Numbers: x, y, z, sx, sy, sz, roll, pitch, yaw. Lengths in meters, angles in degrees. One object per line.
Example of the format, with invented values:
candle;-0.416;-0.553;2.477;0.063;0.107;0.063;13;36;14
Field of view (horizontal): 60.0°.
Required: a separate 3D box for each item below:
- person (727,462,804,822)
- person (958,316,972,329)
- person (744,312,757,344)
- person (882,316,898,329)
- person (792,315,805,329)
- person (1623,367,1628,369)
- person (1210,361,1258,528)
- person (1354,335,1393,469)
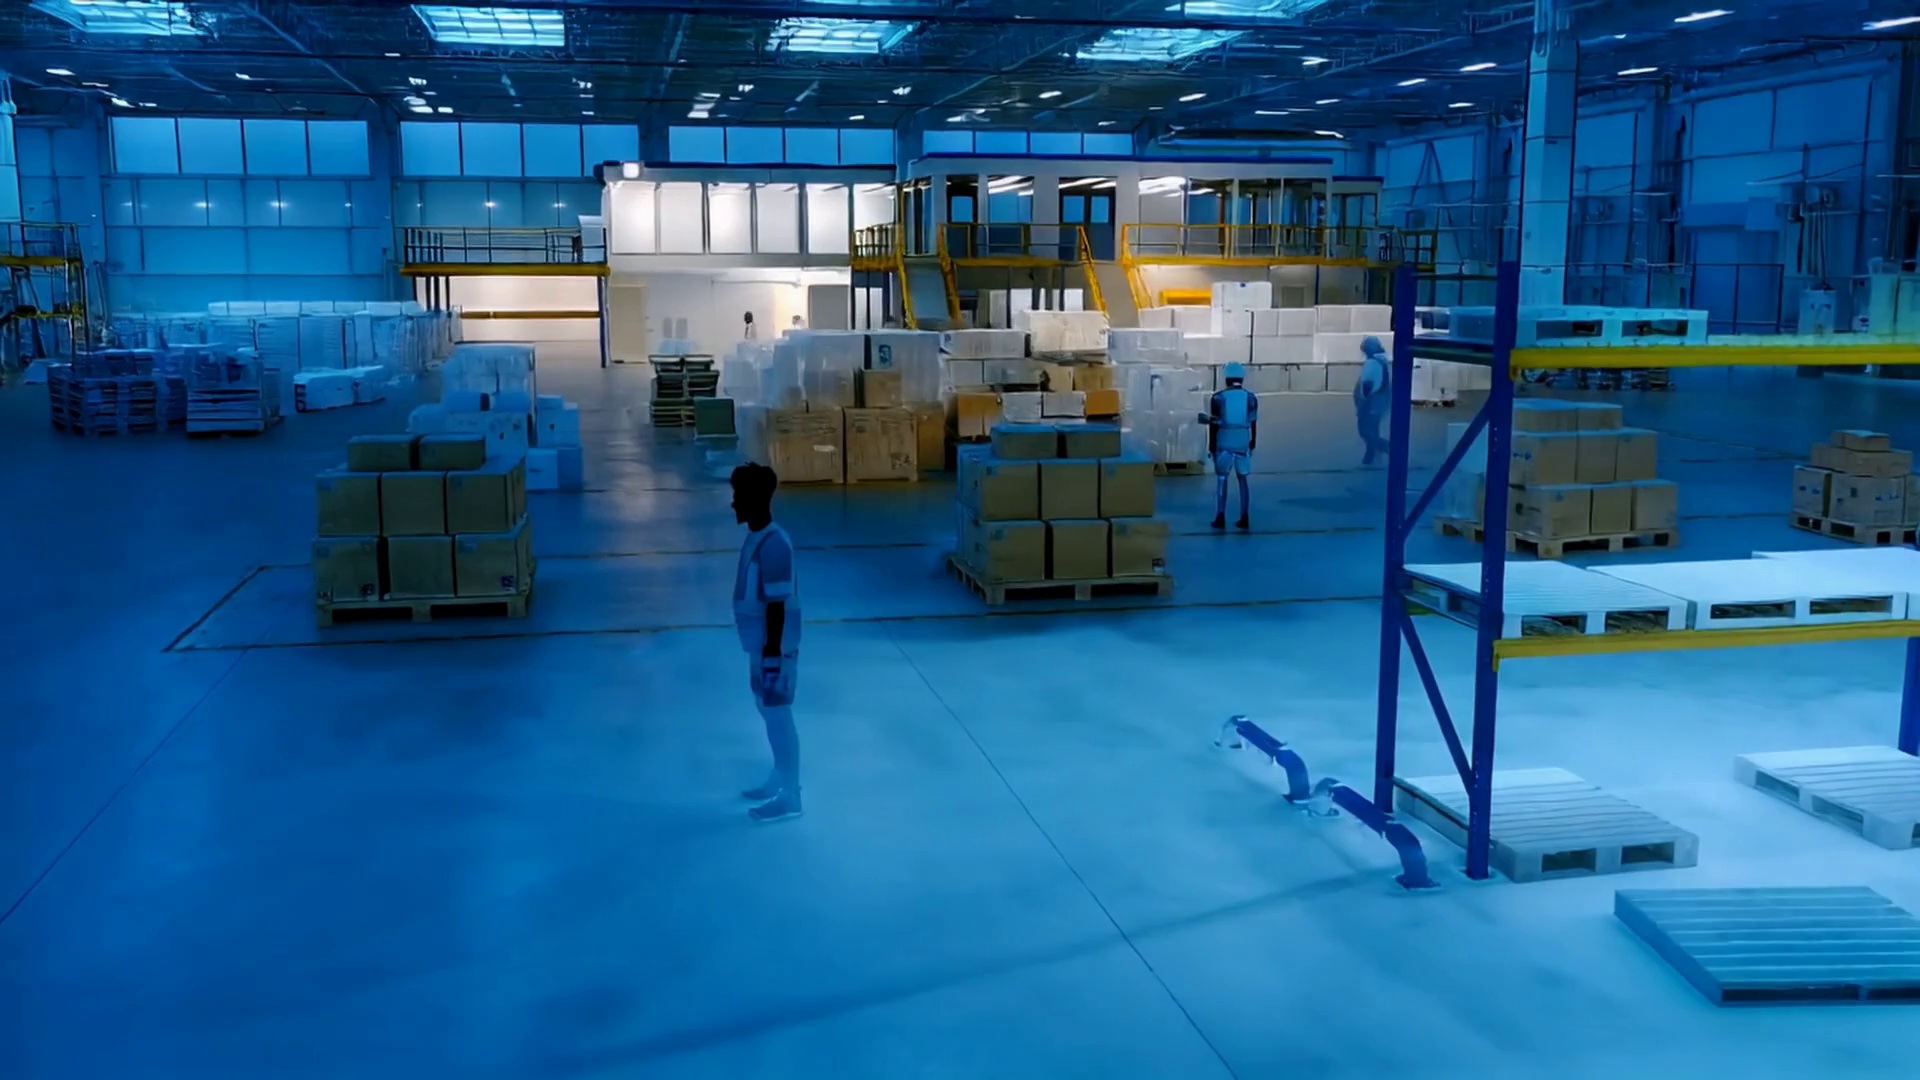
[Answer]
person;-1.062;0.549;9.104;0.388;1.957;0.606;-3;10;-16
person;-0.016;-3.996;36.892;0.688;1.923;0.545;2;10;12
person;-5.344;-4.965;42.985;0.666;1.864;0.583;-5;11;-28
person;-1.722;-4.382;39.429;0.441;1.859;0.663;-5;10;-26
person;-3.539;-4.229;38.378;0.770;1.931;0.653;-9;13;-42
person;17.163;-5.017;43.040;0.387;1.948;0.605;5;11;27
person;3.146;-1.093;19.203;0.540;1.929;0.390;-1;9;-5
person;6.191;-2.043;24.628;0.747;2.000;0.701;8;12;41
